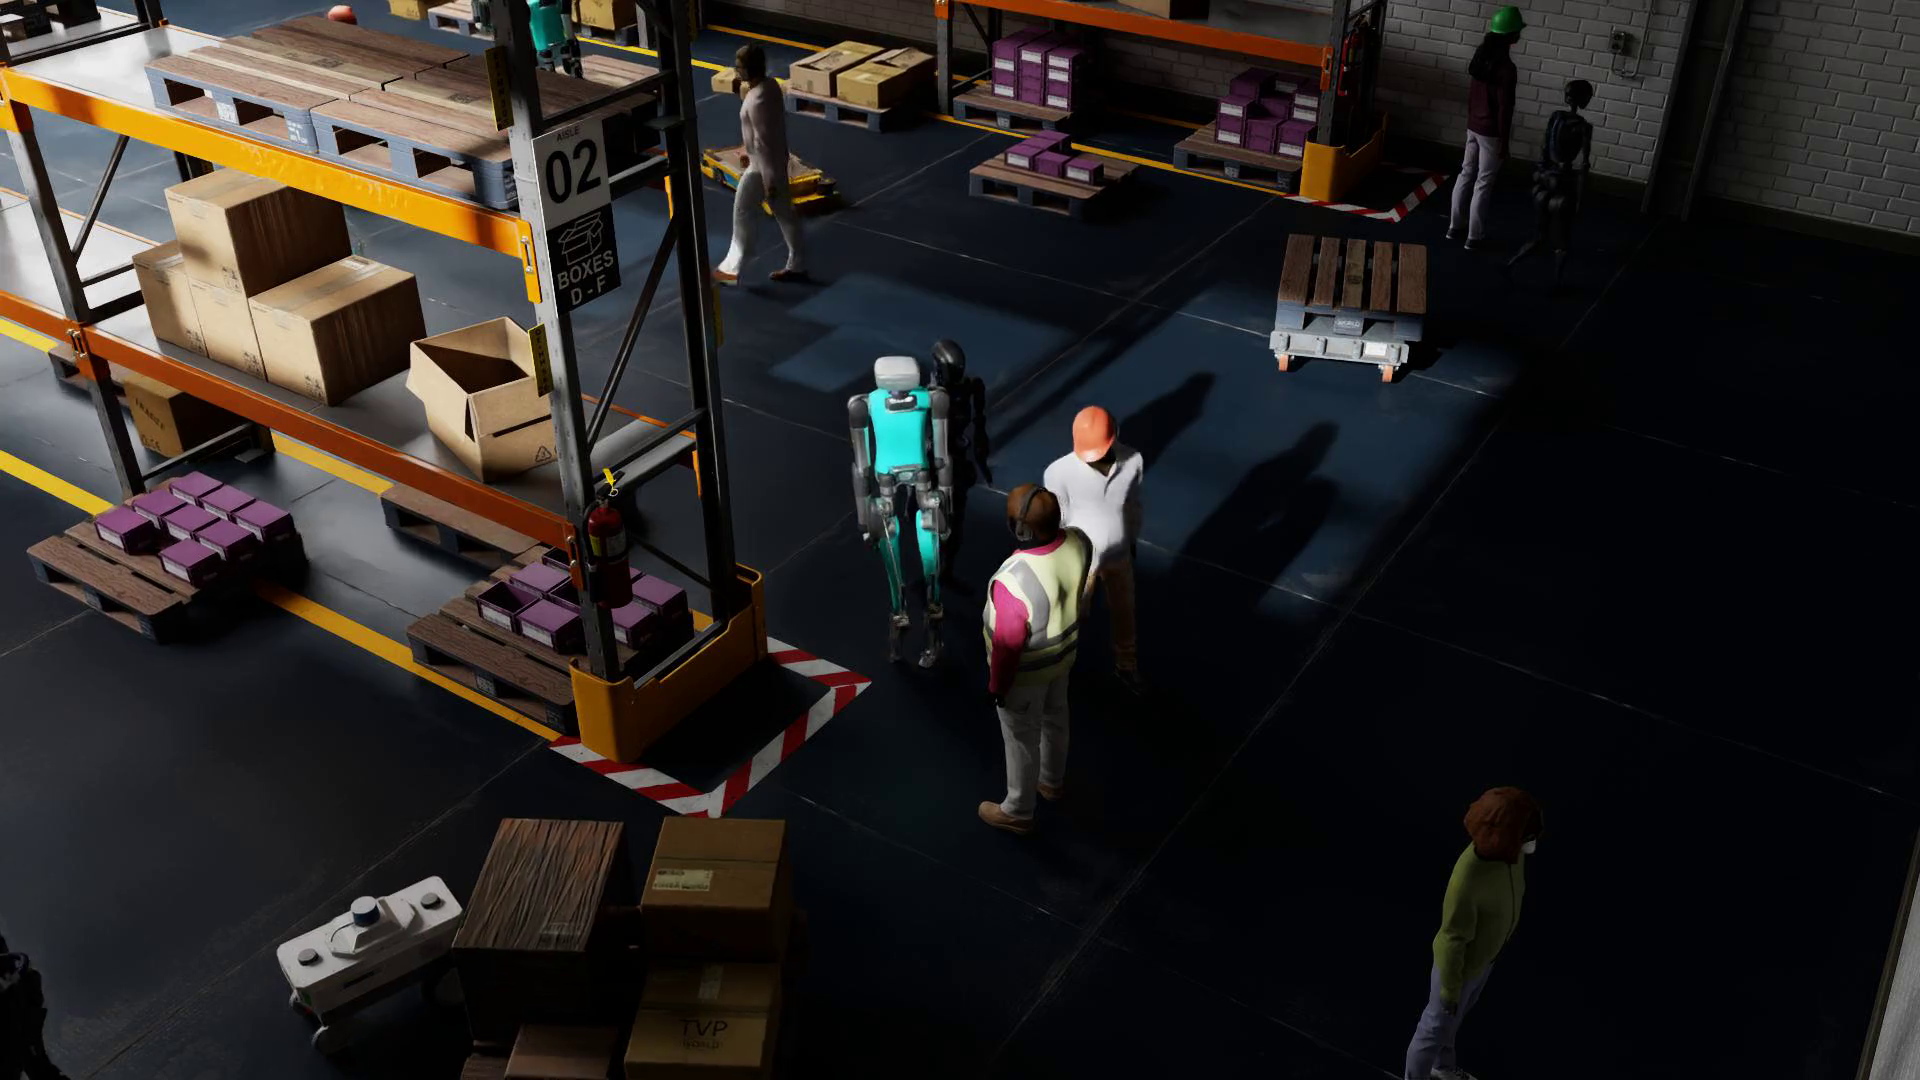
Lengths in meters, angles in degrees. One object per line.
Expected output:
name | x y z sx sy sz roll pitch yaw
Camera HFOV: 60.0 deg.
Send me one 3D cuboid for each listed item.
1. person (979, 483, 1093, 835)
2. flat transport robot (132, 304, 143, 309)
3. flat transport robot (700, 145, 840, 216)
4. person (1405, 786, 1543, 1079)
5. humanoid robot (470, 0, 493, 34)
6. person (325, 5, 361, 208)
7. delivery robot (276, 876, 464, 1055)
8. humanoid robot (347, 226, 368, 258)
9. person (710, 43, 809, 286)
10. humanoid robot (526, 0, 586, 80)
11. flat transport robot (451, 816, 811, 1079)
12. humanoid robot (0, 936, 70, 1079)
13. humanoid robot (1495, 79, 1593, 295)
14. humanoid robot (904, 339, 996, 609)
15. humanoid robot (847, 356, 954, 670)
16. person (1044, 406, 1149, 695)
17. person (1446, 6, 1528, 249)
person | 0.316 0.541 7.600 0.429 1.844 0.626 22 39 30
flat transport robot | -6.518 -2.041 13.010 1.431 0.231 0.659 20 38 28
flat transport robot | -1.726 -3.252 14.872 0.659 0.231 1.431 -21 39 -29
person | 1.919 1.561 6.220 0.283 1.633 0.497 24 40 32
humanoid robot | -4.480 -5.170 16.518 0.780 1.827 0.571 24 40 32
person | -5.098 -3.664 14.164 0.671 1.720 0.601 2 33 2
delivery robot | -2.431 1.732 6.940 0.775 0.585 0.499 -23 39 -31
humanoid robot | -4.570 -2.207 11.949 0.814 1.782 0.533 3 33 4
person | -1.628 -2.864 12.777 0.926 1.901 0.641 4 33 7
humanoid robot | -3.453 -3.989 14.725 0.778 1.847 0.534 29 43 36
flat transport robot | -1.253 2.095 6.653 0.659 0.231 1.431 1 33 2
humanoid robot | -3.465 1.732 5.935 0.518 1.655 0.588 -5 33 -8
humanoid robot | 4.519 -2.679 12.716 0.585 1.643 0.596 -11 35 -16
humanoid robot | -0.080 -0.376 9.159 0.589 1.647 0.351 -26 41 -34
humanoid robot | -0.248 0.002 8.555 0.543 1.811 0.775 -7 34 -10
person | 0.666 0.004 8.546 0.598 1.707 0.599 -14 36 -20
person | 4.246 -3.309 13.417 0.417 1.955 0.489 -11 35 -17
